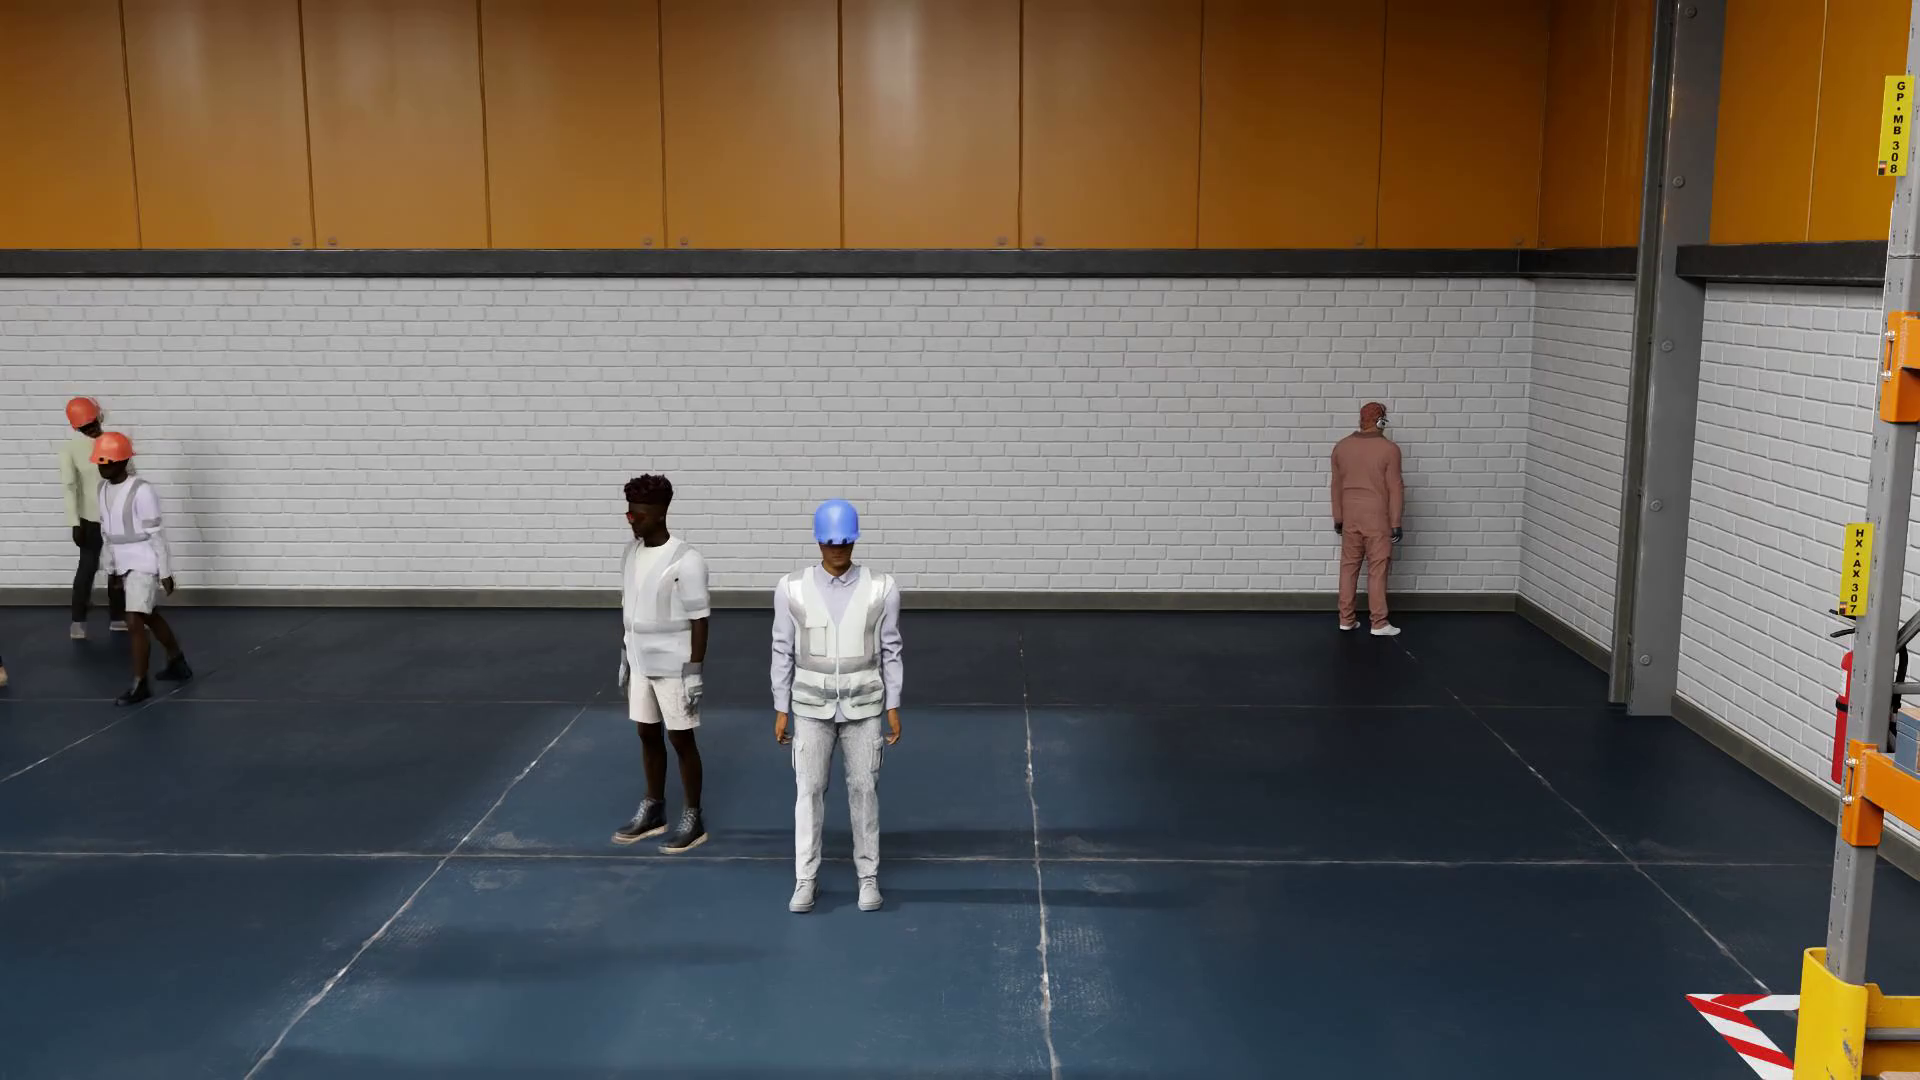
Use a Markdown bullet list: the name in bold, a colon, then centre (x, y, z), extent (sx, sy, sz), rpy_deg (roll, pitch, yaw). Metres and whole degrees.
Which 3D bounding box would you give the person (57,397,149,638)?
- **person**: centre (-6.984, -0.188, 13.485), extent (0.422, 1.952, 0.702), rpy_deg (4, 10, 24)

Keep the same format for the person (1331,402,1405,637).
- **person**: centre (3.329, -0.170, 13.517), extent (0.402, 1.902, 0.639), rpy_deg (-9, 13, -42)

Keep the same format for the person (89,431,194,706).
- **person**: centre (-5.697, 0.160, 11.616), extent (0.618, 1.896, 0.750), rpy_deg (6, 11, 33)

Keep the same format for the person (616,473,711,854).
- **person**: centre (-1.543, 0.626, 8.548), extent (0.612, 1.962, 0.365), rpy_deg (8, 12, 38)

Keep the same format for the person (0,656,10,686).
- **person**: centre (-7.006, 0.282, 11.485), extent (0.550, 1.652, 0.778), rpy_deg (4, 10, 25)

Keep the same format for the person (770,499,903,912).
- **person**: centre (-0.570, 0.770, 7.741), extent (0.617, 1.944, 0.398), rpy_deg (-1, 9, -3)
